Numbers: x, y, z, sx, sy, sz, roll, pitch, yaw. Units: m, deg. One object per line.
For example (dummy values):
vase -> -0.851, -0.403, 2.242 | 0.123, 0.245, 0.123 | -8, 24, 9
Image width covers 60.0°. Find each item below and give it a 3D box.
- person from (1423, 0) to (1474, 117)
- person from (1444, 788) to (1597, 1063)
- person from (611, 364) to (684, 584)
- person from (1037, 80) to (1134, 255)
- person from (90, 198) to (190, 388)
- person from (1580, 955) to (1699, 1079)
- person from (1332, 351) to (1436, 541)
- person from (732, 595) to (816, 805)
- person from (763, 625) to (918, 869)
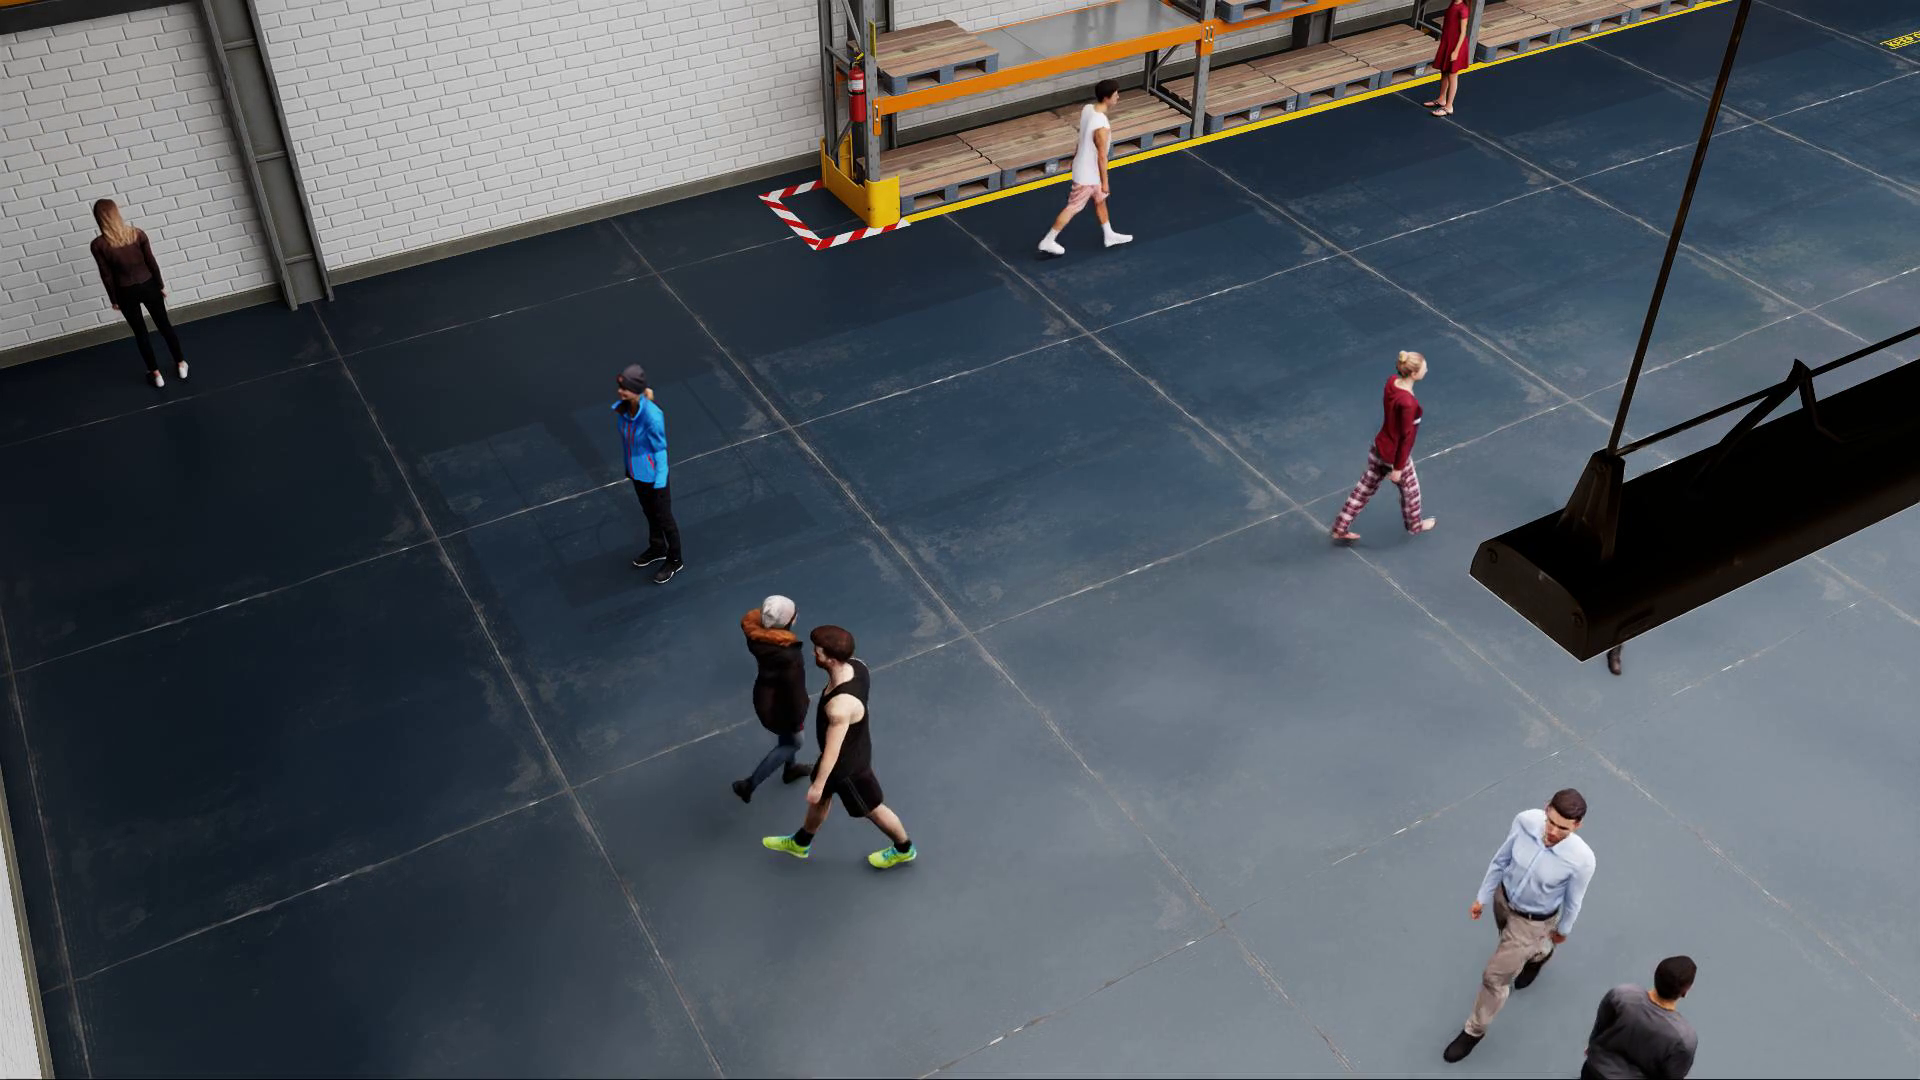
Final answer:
person -> 5.455, -5.483, 18.389 | 0.694, 1.552, 0.634 | -6, 39, -7
person -> 3.063, 1.935, 8.892 | 1.213, 1.811, 0.670 | -23, 44, -26
person -> -2.230, -0.483, 11.931 | 0.595, 1.797, 0.662 | -30, 47, -32
person -> 1.126, -3.477, 15.732 | 1.281, 1.734, 0.963 | -6, 39, -7
person -> -6.929, -2.082, 14.010 | 0.459, 1.702, 0.673 | -23, 44, -26
person -> 3.207, 2.605, 8.097 | 0.684, 1.758, 0.691 | -31, 48, -33
person -> 3.118, -0.645, 12.253 | 1.146, 1.650, 0.866 | -8, 39, -9
person -> -1.160, 1.007, 10.209 | 0.865, 1.618, 0.645 | -23, 44, -26
person -> -0.578, 1.281, 9.687 | 1.288, 1.842, 1.059 | -1, 39, -1
